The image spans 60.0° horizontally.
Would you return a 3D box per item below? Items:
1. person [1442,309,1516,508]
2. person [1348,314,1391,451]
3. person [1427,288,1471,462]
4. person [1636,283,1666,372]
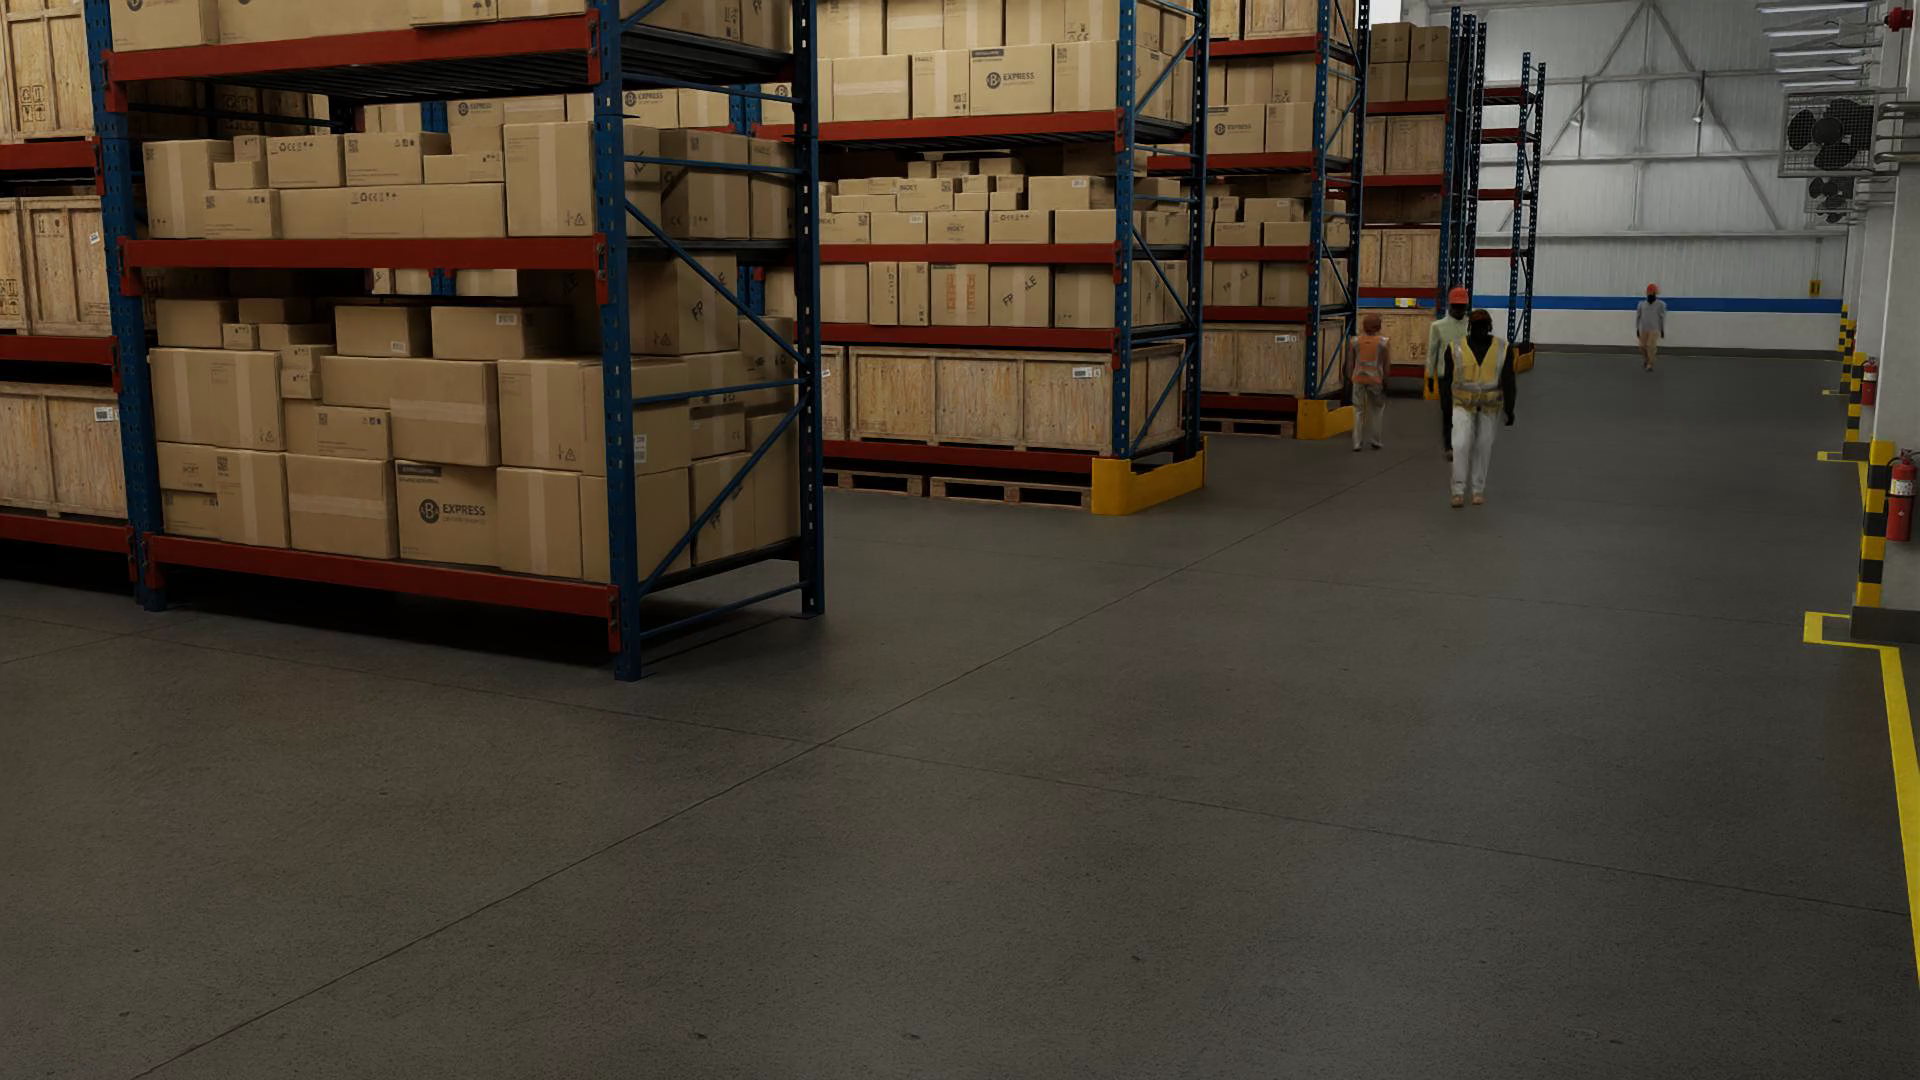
[{"bbox_3d":[4.745,-1.186,15.200,0.643,1.807,0.851,2,10,12],"label":"person"},{"bbox_3d":[4.847,-1.863,19.693,0.527,1.617,0.655,5,11,26],"label":"person"},{"bbox_3d":[5.622,-1.870,18.814,0.629,1.942,1.048,1,10,6],"label":"person"},{"bbox_3d":[13.589,-4.173,32.718,0.569,1.737,0.474,8,13,39],"label":"person"}]
